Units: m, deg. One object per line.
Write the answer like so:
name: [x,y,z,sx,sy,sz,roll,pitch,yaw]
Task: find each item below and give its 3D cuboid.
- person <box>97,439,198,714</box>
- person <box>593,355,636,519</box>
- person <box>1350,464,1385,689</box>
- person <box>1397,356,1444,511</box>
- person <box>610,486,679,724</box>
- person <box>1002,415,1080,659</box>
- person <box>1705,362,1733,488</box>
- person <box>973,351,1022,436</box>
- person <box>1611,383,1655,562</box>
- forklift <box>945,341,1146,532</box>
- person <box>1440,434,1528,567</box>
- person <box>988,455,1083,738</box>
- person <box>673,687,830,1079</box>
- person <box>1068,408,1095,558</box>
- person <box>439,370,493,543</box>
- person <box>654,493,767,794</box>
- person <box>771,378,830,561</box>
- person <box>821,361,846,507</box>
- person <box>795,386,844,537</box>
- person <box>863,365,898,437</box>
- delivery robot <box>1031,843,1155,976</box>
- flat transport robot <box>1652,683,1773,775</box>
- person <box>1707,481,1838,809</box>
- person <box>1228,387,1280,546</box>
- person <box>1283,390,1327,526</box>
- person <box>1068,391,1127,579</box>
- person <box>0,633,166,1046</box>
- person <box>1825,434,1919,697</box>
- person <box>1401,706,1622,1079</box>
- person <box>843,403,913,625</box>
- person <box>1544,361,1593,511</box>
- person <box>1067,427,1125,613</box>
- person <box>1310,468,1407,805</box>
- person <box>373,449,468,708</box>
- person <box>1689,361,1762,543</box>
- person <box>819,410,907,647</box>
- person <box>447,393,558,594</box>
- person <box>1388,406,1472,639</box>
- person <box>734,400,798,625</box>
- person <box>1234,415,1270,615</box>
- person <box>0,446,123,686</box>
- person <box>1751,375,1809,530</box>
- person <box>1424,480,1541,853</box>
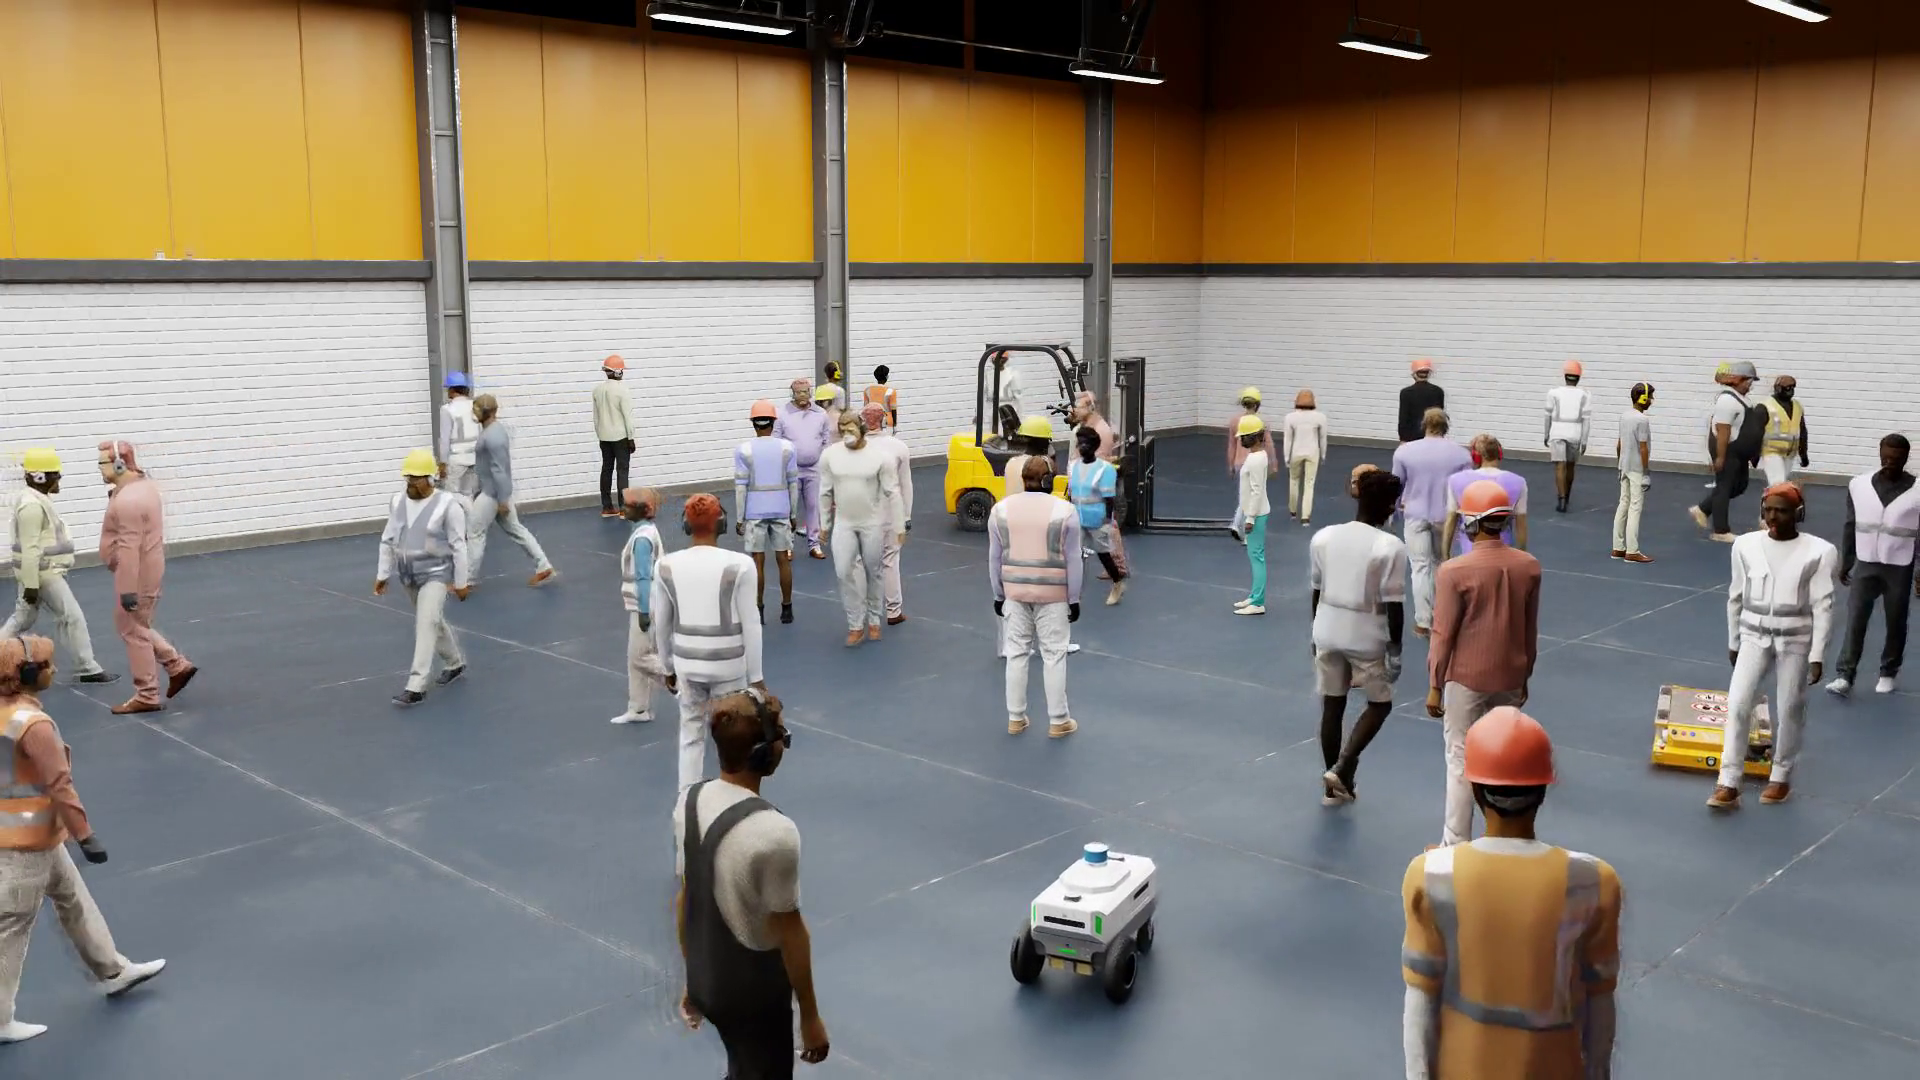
person: [-5.605,0.250,11.346,0.467,1.888,0.655,-3,10,-15]
person: [-4.189,-1.253,20.248,0.609,1.995,0.375,6,11,31]
person: [2.934,0.264,12.054,0.275,1.632,0.507,5,10,27]
person: [5.702,-1.277,20.494,0.623,1.968,0.811,-2,9,-10]
person: [-2.029,0.441,11.011,0.549,1.627,0.523,-1,9,-9]
person: [0.629,-0.026,12.996,0.771,1.898,0.610,-6,11,-32]
person: [10.576,-1.588,23.070,0.485,1.744,0.309,-7,12,-38]
person: [0.566,-1.774,23.473,0.616,2.001,1.034,5,11,29]
person: [7.012,-0.702,17.271,0.328,1.865,0.518,-2,9,-10]
forklift: [0.977,-1.223,19.452,2.313,2.155,1.214,2,9,11]
person: [3.900,0.126,12.329,0.641,1.815,0.570,2,9,9]
person: [0.502,0.366,10.813,0.624,1.837,0.430,4,10,22]
person: [-0.635,1.333,4.881,0.443,1.830,0.518,-8,12,-41]
person: [1.284,-0.636,17.553,0.311,1.638,0.521,3,10,17]
person: [-5.398,-0.890,18.221,0.612,1.927,0.621,4,10,21]
person: [-1.308,0.683,8.732,0.601,1.878,0.381,2,10,13]
person: [-1.646,-0.734,17.341,0.641,1.908,0.407,-4,10,-21]
person: [-1.618,-1.355,21.275,0.577,1.865,0.354,8,12,41]
person: [-1.510,-0.883,18.837,0.528,1.718,0.894,5,11,29]
person: [-1.115,-1.617,23.416,0.530,1.689,0.322,4,10,23]
delivery robot: [0.582,1.552,7.164,0.477,0.478,0.707,4,10,26]
flat transport robot: [4.791,1.181,10.595,0.652,0.197,1.431,4,10,24]
person: [4.505,0.614,9.245,0.580,1.856,0.836,8,12,40]
person: [3.213,-0.803,18.261,0.373,1.749,0.572,-7,11,-36]
person: [4.126,-0.998,19.912,0.507,1.595,0.841,2,9,12]
person: [1.184,-0.515,16.160,0.993,1.844,0.663,-3,10,-16]
person: [-3.580,1.166,6.620,0.819,1.604,0.521,-8,12,-40]
person: [6.474,0.200,11.691,0.621,1.874,0.954,8,13,42]
person: [1.390,1.394,4.266,0.544,1.920,0.781,4,10,21]
person: [-0.724,-0.220,14.188,0.651,1.904,0.404,1,9,3]
person: [7.682,-1.318,21.039,0.545,1.881,1.042,2,10,13]
person: [1.193,-0.182,14.717,0.535,1.669,0.820,7,12,38]
person: [2.178,0.561,9.274,0.641,1.941,0.486,8,12,40]
person: [-3.789,0.238,11.778,0.603,1.786,0.946,4,10,23]
person: [8.594,-1.005,18.587,0.650,2.000,0.733,6,11,35]
person: [-0.793,-0.089,13.370,0.763,1.901,0.755,1,9,8]
person: [-4.324,-0.439,15.606,1.053,1.898,0.629,-2,9,-11]
person: [3.901,-0.168,13.925,0.637,1.892,0.986,1,9,5]
person: [-1.655,-0.232,14.194,0.542,1.927,0.382,-3,10,-16]
person: [2.562,-0.219,14.634,0.326,1.760,0.524,2,9,11]
person: [-6.653,0.215,11.933,0.945,1.790,0.596,-5,11,-29]
person: [9.461,-0.978,19.113,0.628,1.823,0.580,-3,10,-20]
person: [2.617,0.687,8.388,0.617,1.986,0.408,-4,10,-21]
